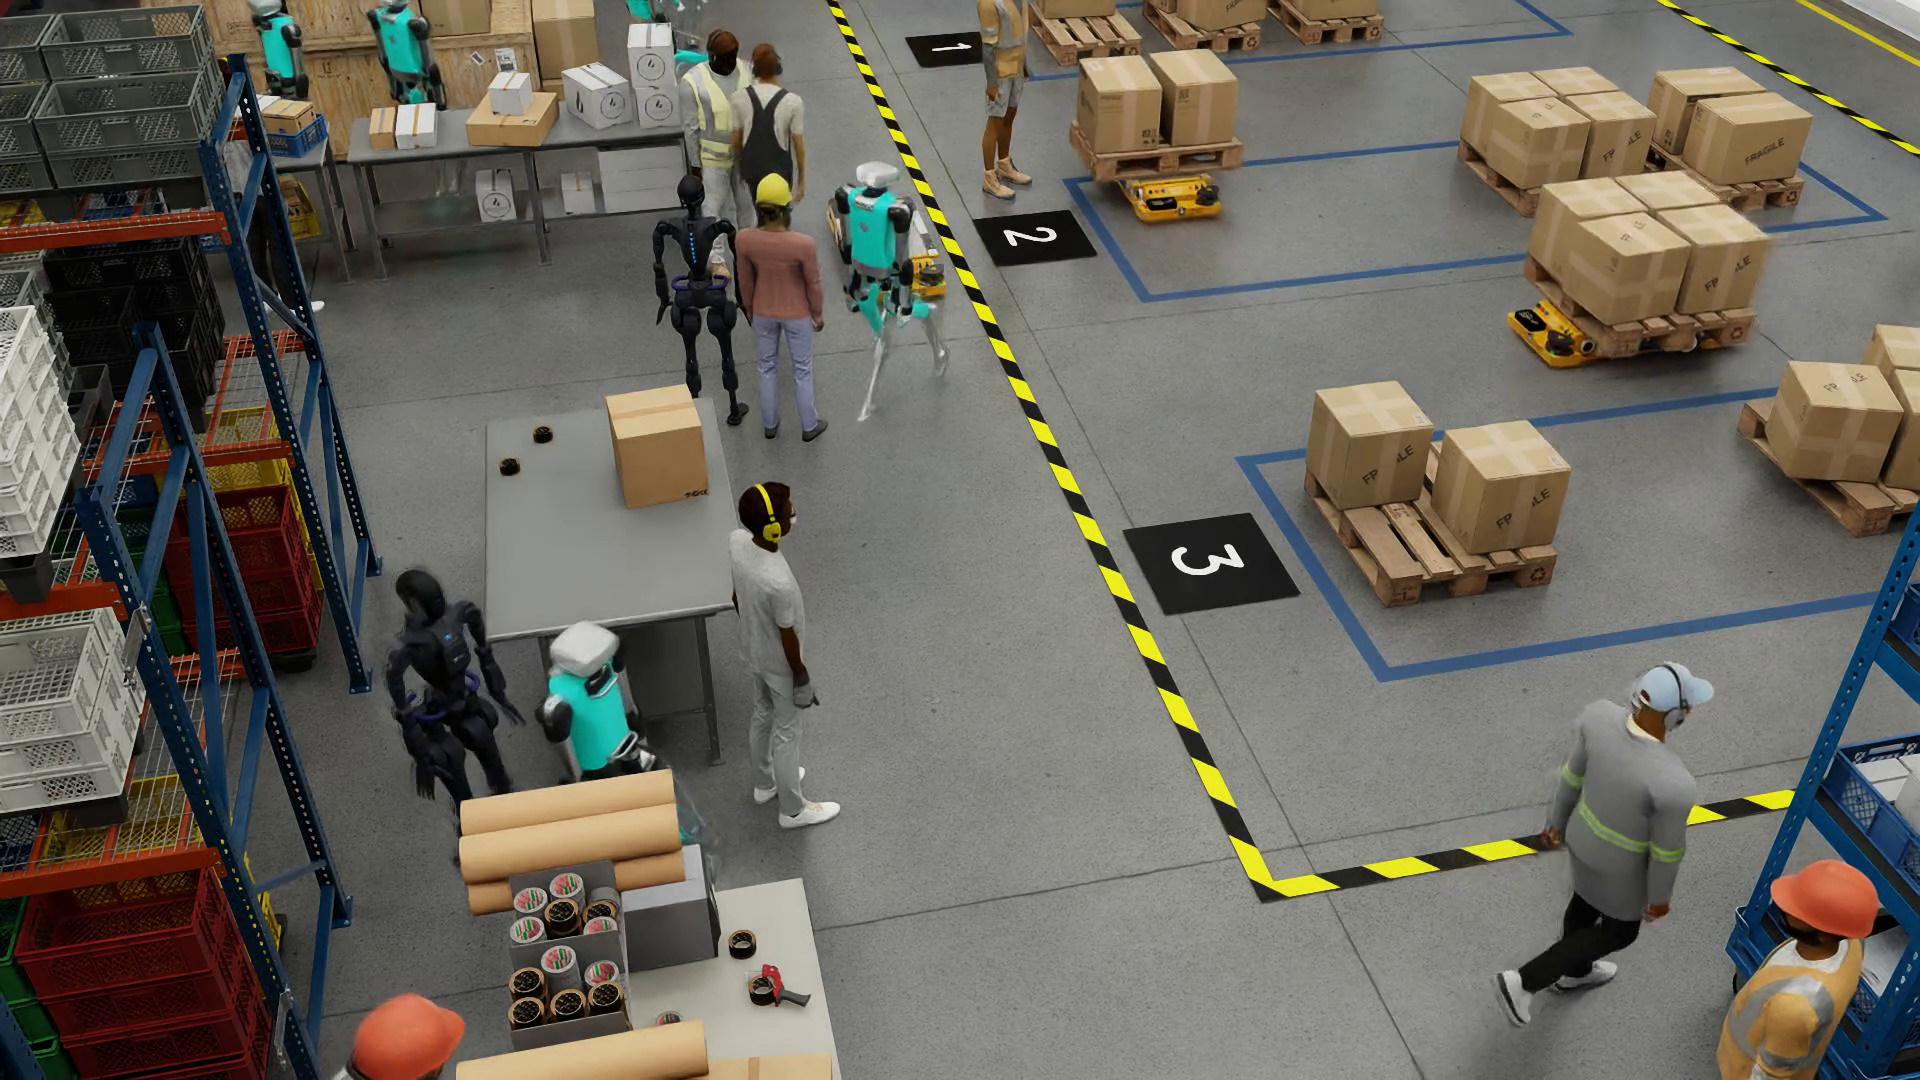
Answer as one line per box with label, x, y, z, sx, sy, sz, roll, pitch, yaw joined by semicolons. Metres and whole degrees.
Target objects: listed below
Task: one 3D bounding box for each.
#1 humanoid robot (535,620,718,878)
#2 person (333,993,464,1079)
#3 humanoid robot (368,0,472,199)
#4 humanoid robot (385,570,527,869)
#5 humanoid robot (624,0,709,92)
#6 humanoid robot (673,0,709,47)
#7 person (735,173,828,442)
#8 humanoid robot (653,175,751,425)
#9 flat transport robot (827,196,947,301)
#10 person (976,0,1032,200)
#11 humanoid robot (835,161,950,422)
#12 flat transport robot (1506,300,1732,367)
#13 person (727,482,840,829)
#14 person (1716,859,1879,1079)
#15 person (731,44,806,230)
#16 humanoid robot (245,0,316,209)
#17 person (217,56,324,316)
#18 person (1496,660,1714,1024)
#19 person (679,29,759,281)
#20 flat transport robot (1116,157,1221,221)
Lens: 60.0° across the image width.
humanoid robot;-1.263;1.141;6.848;0.697;1.843;0.533;12;38;16
person;-1.592;2.134;5.211;0.606;2.033;0.405;22;42;27
humanoid robot;-4.127;-3.479;13.058;0.549;1.860;0.670;16;40;20
humanoid robot;-2.183;0.810;7.283;0.371;1.656;0.589;18;40;23
humanoid robot;-2.390;-4.284;14.104;1.014;1.737;0.544;-27;44;-31
humanoid robot;-2.654;-5.455;15.734;0.538;1.869;0.740;-13;39;-17
person;-1.084;-1.401;10.181;0.523;1.769;0.306;7;37;9
humanoid robot;-1.611;-1.478;10.347;0.599;1.657;0.315;-1;37;-1
flat transport robot;-0.570;-2.220;12.538;0.659;0.231;1.431;-8;37;-10
person;0.373;-3.709;13.051;0.365;2.048;0.607;18;40;23
humanoid robot;-0.343;-1.669;10.602;0.544;1.775;1.006;22;42;27
flat transport robot;4.625;-1.523;11.577;1.431;0.197;0.652;-8;37;-10
person;-0.820;0.522;7.510;0.328;1.873;0.518;-22;42;-27
person;2.748;1.798;5.735;0.340;1.942;0.550;26;44;30
person;-1.338;-2.620;11.830;0.517;1.747;1.058;4;37;5
humanoid robot;-5.238;-3.150;12.628;0.545;1.881;0.711;28;45;33
person;-4.839;-2.414;11.458;0.531;1.868;0.309;21;42;26
person;2.537;1.227;6.589;0.611;1.835;0.591;-10;38;-13
person;-1.659;-2.772;11.974;0.628;1.835;0.429;-18;40;-23
flat transport robot;1.588;-3.030;13.603;0.652;0.197;1.431;-8;37;-10
